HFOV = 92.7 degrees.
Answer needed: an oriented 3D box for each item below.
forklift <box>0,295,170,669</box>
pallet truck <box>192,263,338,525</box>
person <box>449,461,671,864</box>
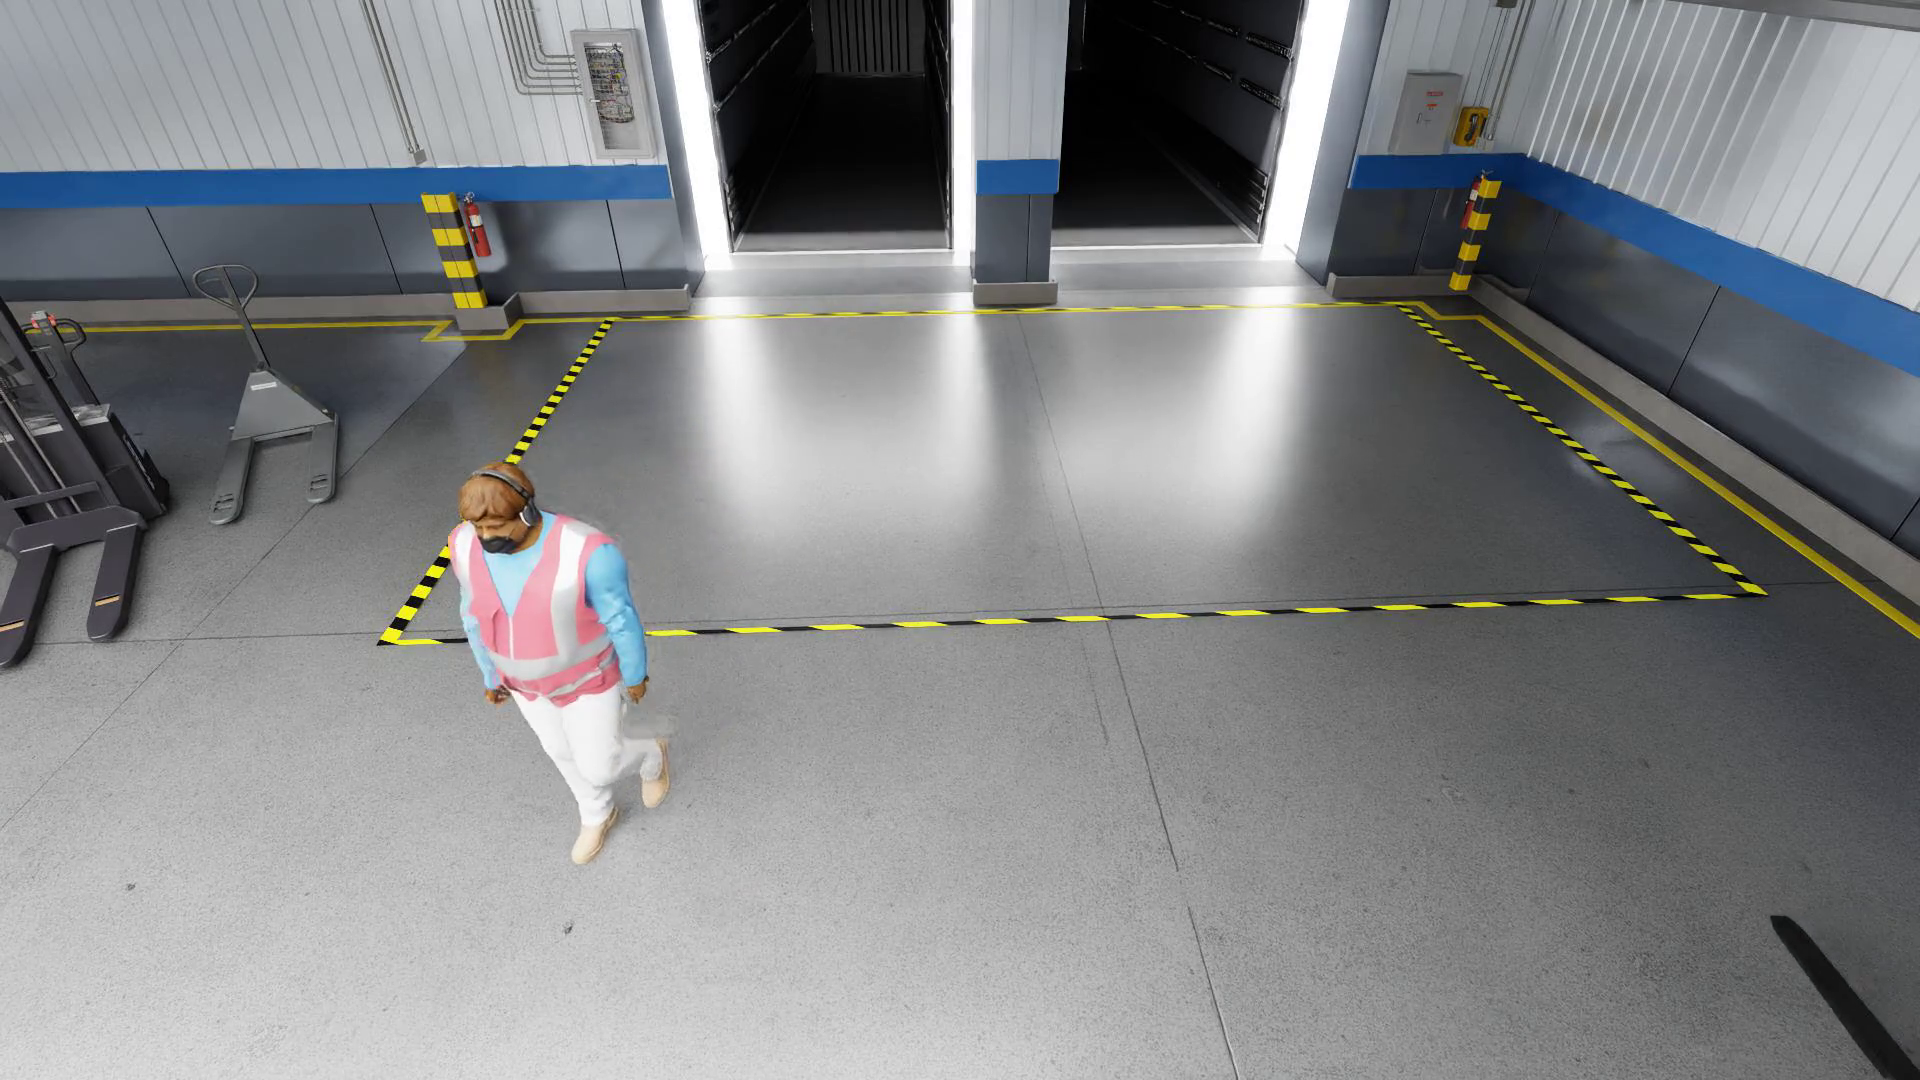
[{"bbox_3d":[-5.212,-0.618,4.878,0.823,1.965,1.885,-20,39,-26],"label":"forklift"},{"bbox_3d":[-4.778,-1.027,6.128,0.680,1.201,1.601,-17,38,-23],"label":"pallet truck"},{"bbox_3d":[-1.469,0.470,3.467,0.622,1.821,0.528,8,36,11],"label":"person"}]
